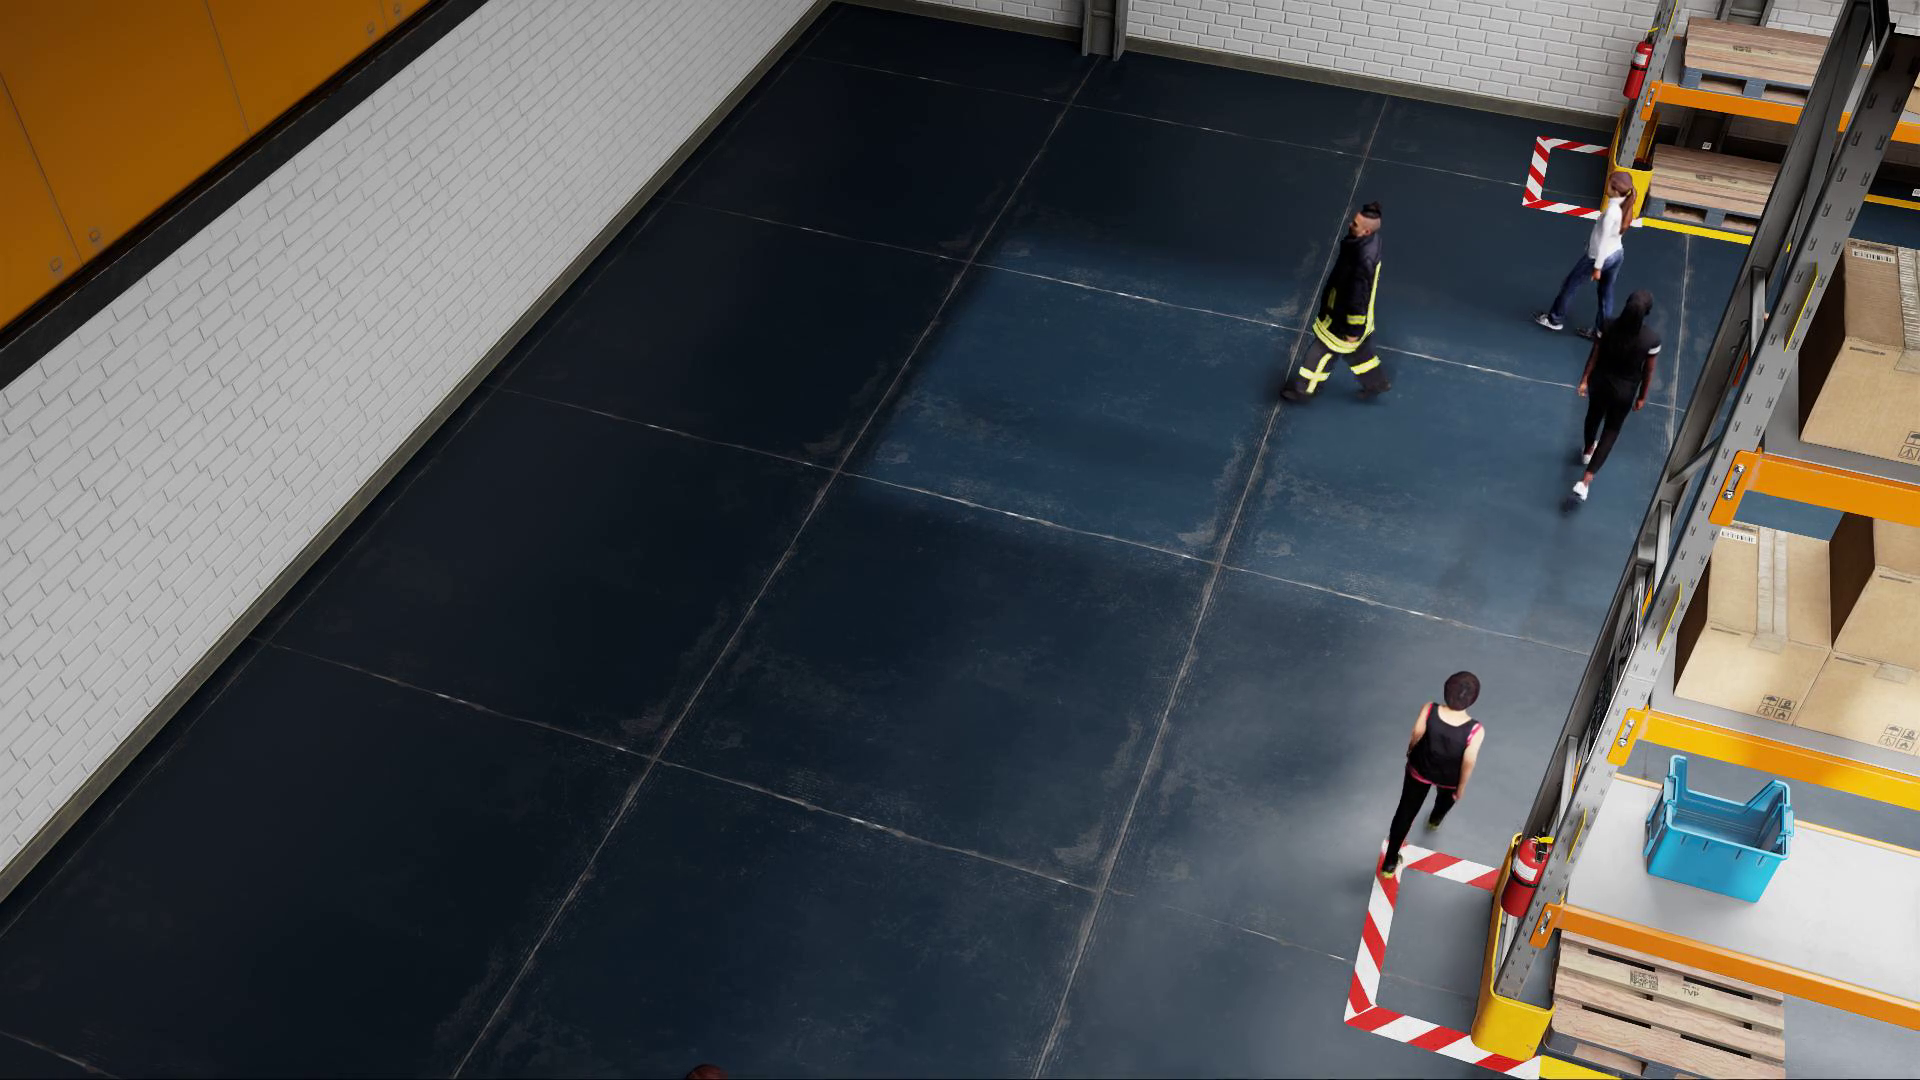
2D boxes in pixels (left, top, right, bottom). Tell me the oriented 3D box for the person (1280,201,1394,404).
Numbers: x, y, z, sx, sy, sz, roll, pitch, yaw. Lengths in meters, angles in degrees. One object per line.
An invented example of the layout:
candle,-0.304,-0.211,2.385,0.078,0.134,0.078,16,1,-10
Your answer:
person,3.065,-1.770,12.736,1.138,1.840,0.843,9,44,9

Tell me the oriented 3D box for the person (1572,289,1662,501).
person,4.721,-1.049,12.080,1.103,1.702,0.867,26,49,25

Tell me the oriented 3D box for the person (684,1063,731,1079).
person,-1.091,2.934,7.831,0.707,1.796,0.618,-24,49,-23

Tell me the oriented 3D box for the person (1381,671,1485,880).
person,2.738,1.375,9.670,1.008,1.515,0.758,24,49,23

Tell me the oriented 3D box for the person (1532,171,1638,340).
person,5.277,-2.247,13.461,0.750,1.530,0.927,-33,52,-29
